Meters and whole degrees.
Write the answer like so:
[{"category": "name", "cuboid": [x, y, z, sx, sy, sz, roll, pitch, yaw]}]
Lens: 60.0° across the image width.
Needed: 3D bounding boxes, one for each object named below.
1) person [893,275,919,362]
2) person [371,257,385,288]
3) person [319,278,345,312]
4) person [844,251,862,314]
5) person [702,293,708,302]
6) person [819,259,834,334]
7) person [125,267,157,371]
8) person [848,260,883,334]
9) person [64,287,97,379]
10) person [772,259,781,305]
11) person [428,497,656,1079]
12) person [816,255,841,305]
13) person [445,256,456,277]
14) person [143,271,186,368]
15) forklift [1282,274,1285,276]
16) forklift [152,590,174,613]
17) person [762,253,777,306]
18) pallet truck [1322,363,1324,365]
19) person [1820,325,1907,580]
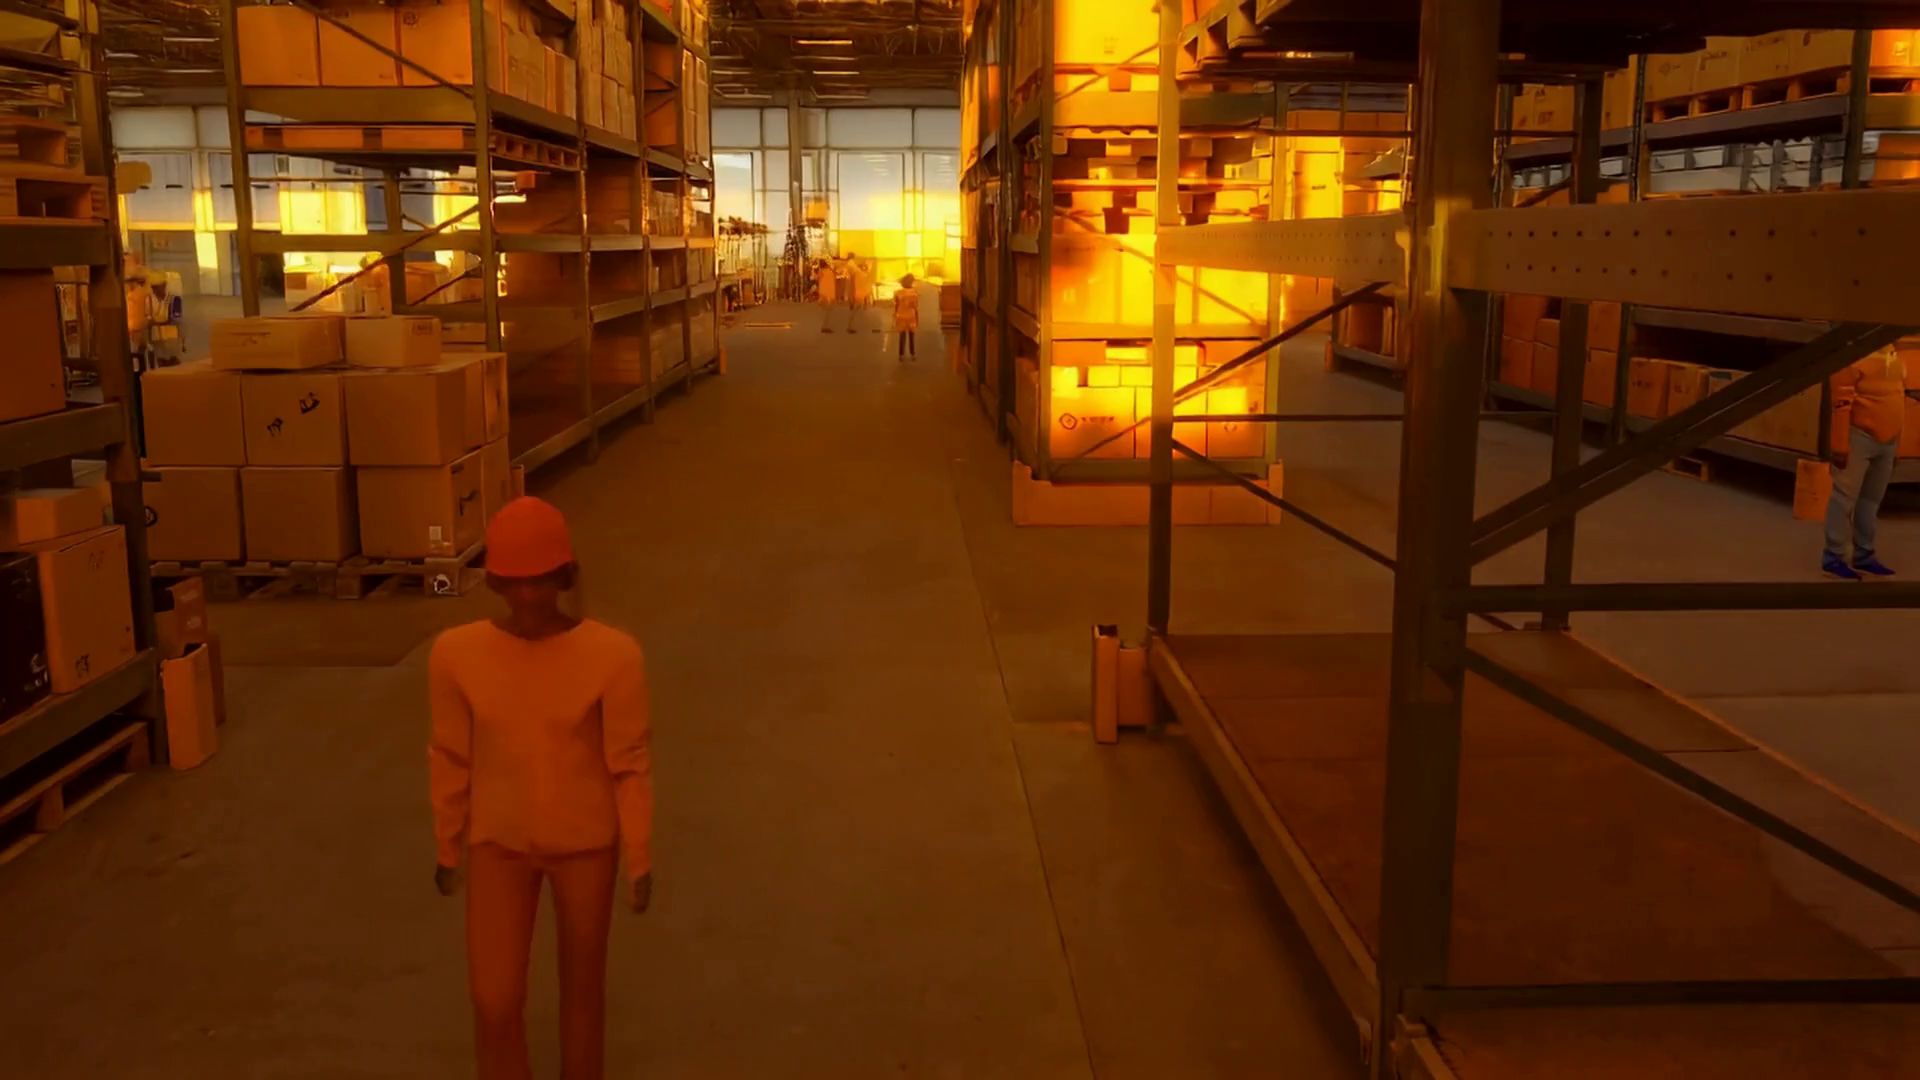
[{"category": "person", "cuboid": [-1.045, -4.328, 32.525, 0.531, 1.697, 0.322, 5, 11, 25]}, {"category": "person", "cuboid": [-19.141, -8.372, 54.640, 0.512, 1.842, 0.546, 9, 14, 41]}, {"category": "person", "cuboid": [-13.095, -4.640, 34.568, 0.523, 1.601, 0.740, -9, 14, -41]}, {"category": "person", "cuboid": [-3.525, -8.351, 53.980, 0.537, 2.000, 0.678, 6, 12, 30]}, {"category": "person", "cuboid": [-9.209, -9.230, 59.216, 0.648, 1.915, 0.417, 8, 13, 38]}, {"category": "person", "cuboid": [-3.432, -6.218, 42.548, 0.370, 1.897, 0.754, 2, 10, 13]}, {"category": "person", "cuboid": [-13.617, -3.586, 27.786, 0.580, 1.915, 0.472, -4, 11, -23]}, {"category": "person", "cuboid": [-2.435, -6.153, 42.232, 1.045, 1.873, 0.670, 8, 13, 37]}, {"category": "person", "cuboid": [-14.936, -3.528, 28.304, 0.524, 1.600, 0.577, -6, 12, -31]}, {"category": "person", "cuboid": [-6.858, -9.534, 61.527, 0.318, 1.699, 0.535, 6, 12, 32]}, {"category": "person", "cuboid": [-1.007, 0.769, 3.981, 0.553, 1.737, 0.739, -1, 10, -7]}, {"category": "person", "cuboid": [-4.930, -9.646, 61.696, 1.000, 1.863, 0.592, -7, 12, -34]}, {"category": "person", "cuboid": [-18.008, -9.101, 58.725, 0.429, 1.842, 0.626, -2, 10, -10]}, {"category": "person", "cuboid": [-11.556, -2.940, 24.157, 0.577, 1.922, 0.450, 0, 10, 1]}, {"category": "forklift", "cuboid": [12.151, -10.754, 65.029, 1.129, 2.768, 1.873, 0, 10, -2]}, {"category": "forklift", "cuboid": [-5.858, -0.811, 9.639, 1.873, 2.768, 1.129, -1, 10, -3]}, {"category": "person", "cuboid": [-6.990, -9.581, 61.128, 0.630, 1.936, 0.369, -10, 14, -43]}, {"category": "pallet truck", "cuboid": [7.712, -4.157, 30.737, 1.885, 1.965, 0.823, 3, 11, 16]}, {"category": "person", "cuboid": [6.340, -0.670, 11.603, 0.642, 1.900, 0.400, -4, 11, -23]}]
